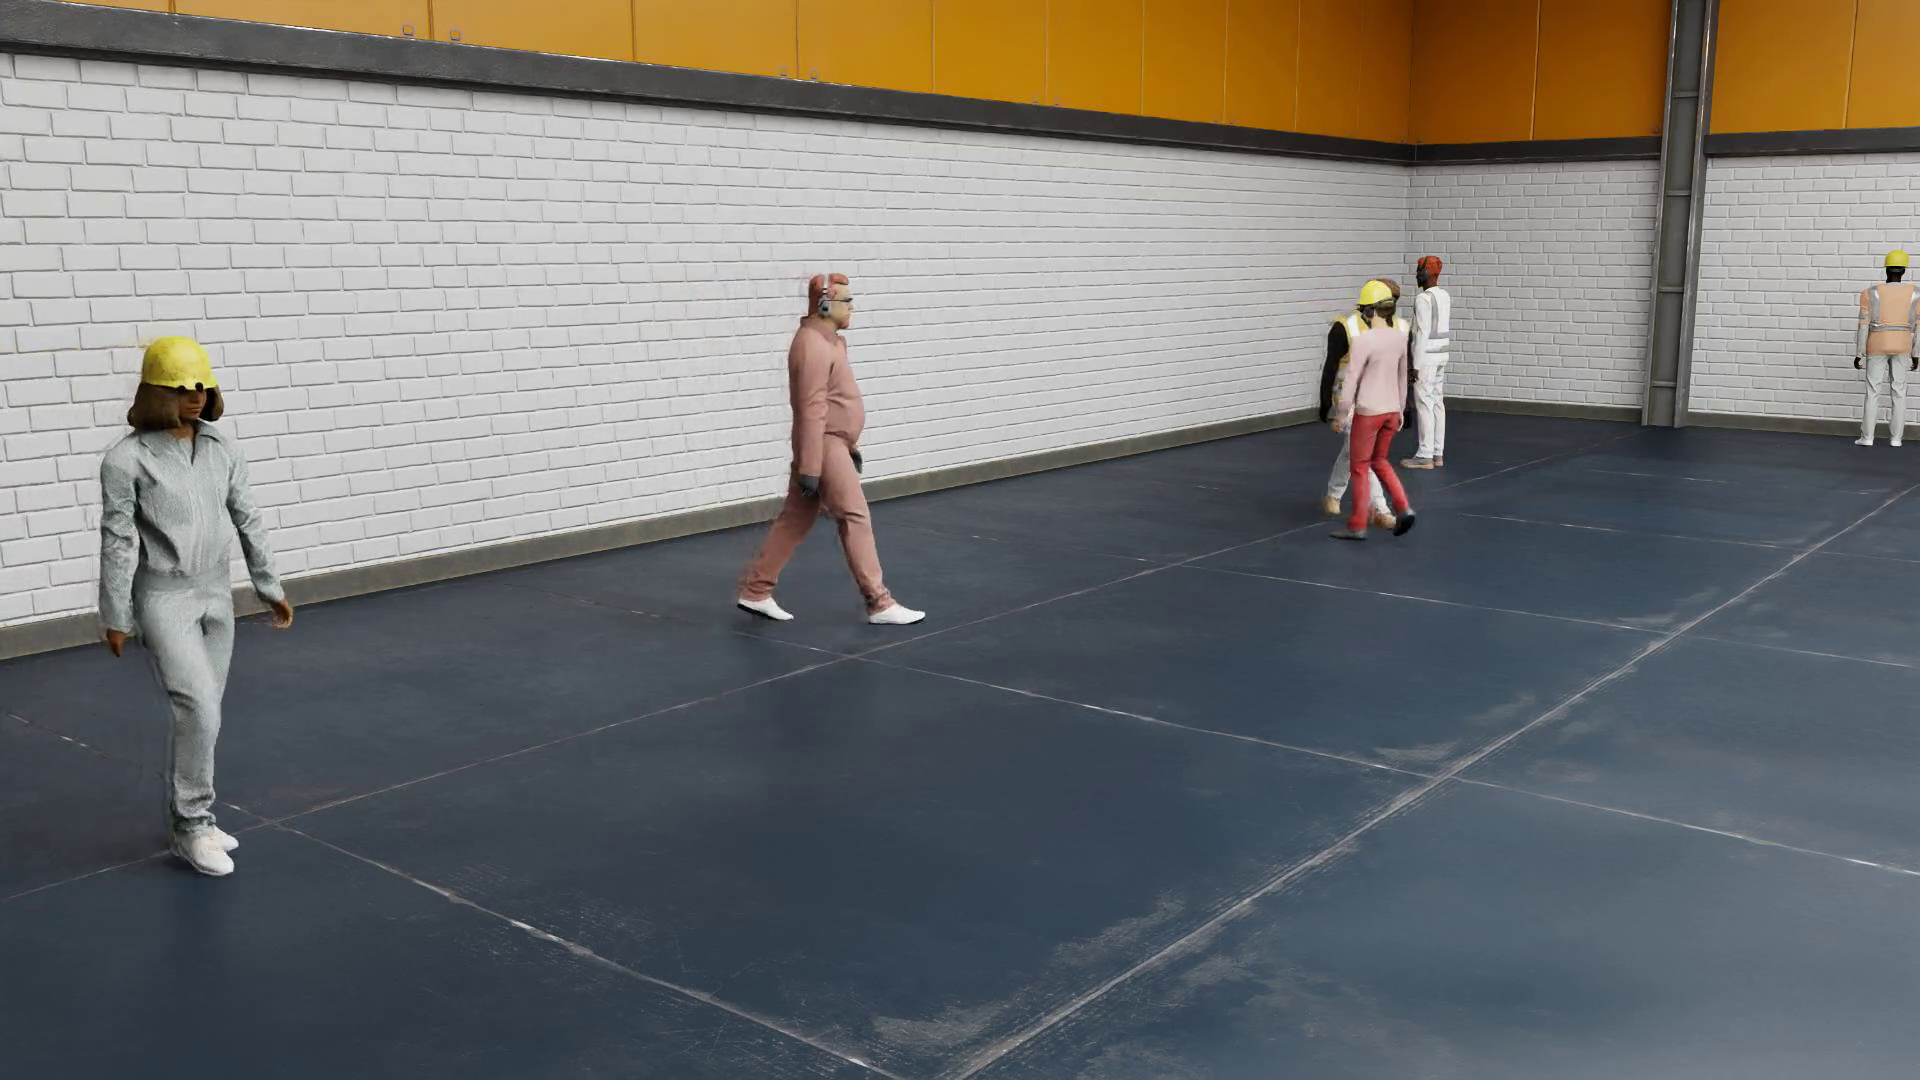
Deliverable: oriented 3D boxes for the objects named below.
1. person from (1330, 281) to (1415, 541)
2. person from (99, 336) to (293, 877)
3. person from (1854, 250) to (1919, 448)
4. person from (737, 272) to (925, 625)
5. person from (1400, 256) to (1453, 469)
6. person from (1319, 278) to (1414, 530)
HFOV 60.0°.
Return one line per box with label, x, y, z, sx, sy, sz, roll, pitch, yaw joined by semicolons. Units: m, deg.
person;2.766;-0.847;11.123;0.553;1.757;0.480;-8;13;-38
person;-2.442;0.208;5.351;0.589;1.720;0.502;4;11;23
person;9.063;-1.859;16.246;0.592;1.926;0.366;3;11;15
person;-0.727;-0.464;8.717;0.983;1.865;0.647;-1;10;-8
person;4.163;-1.576;14.799;0.337;1.882;0.584;8;13;39
person;2.903;-0.995;11.954;0.628;1.766;1.034;-4;11;-20
